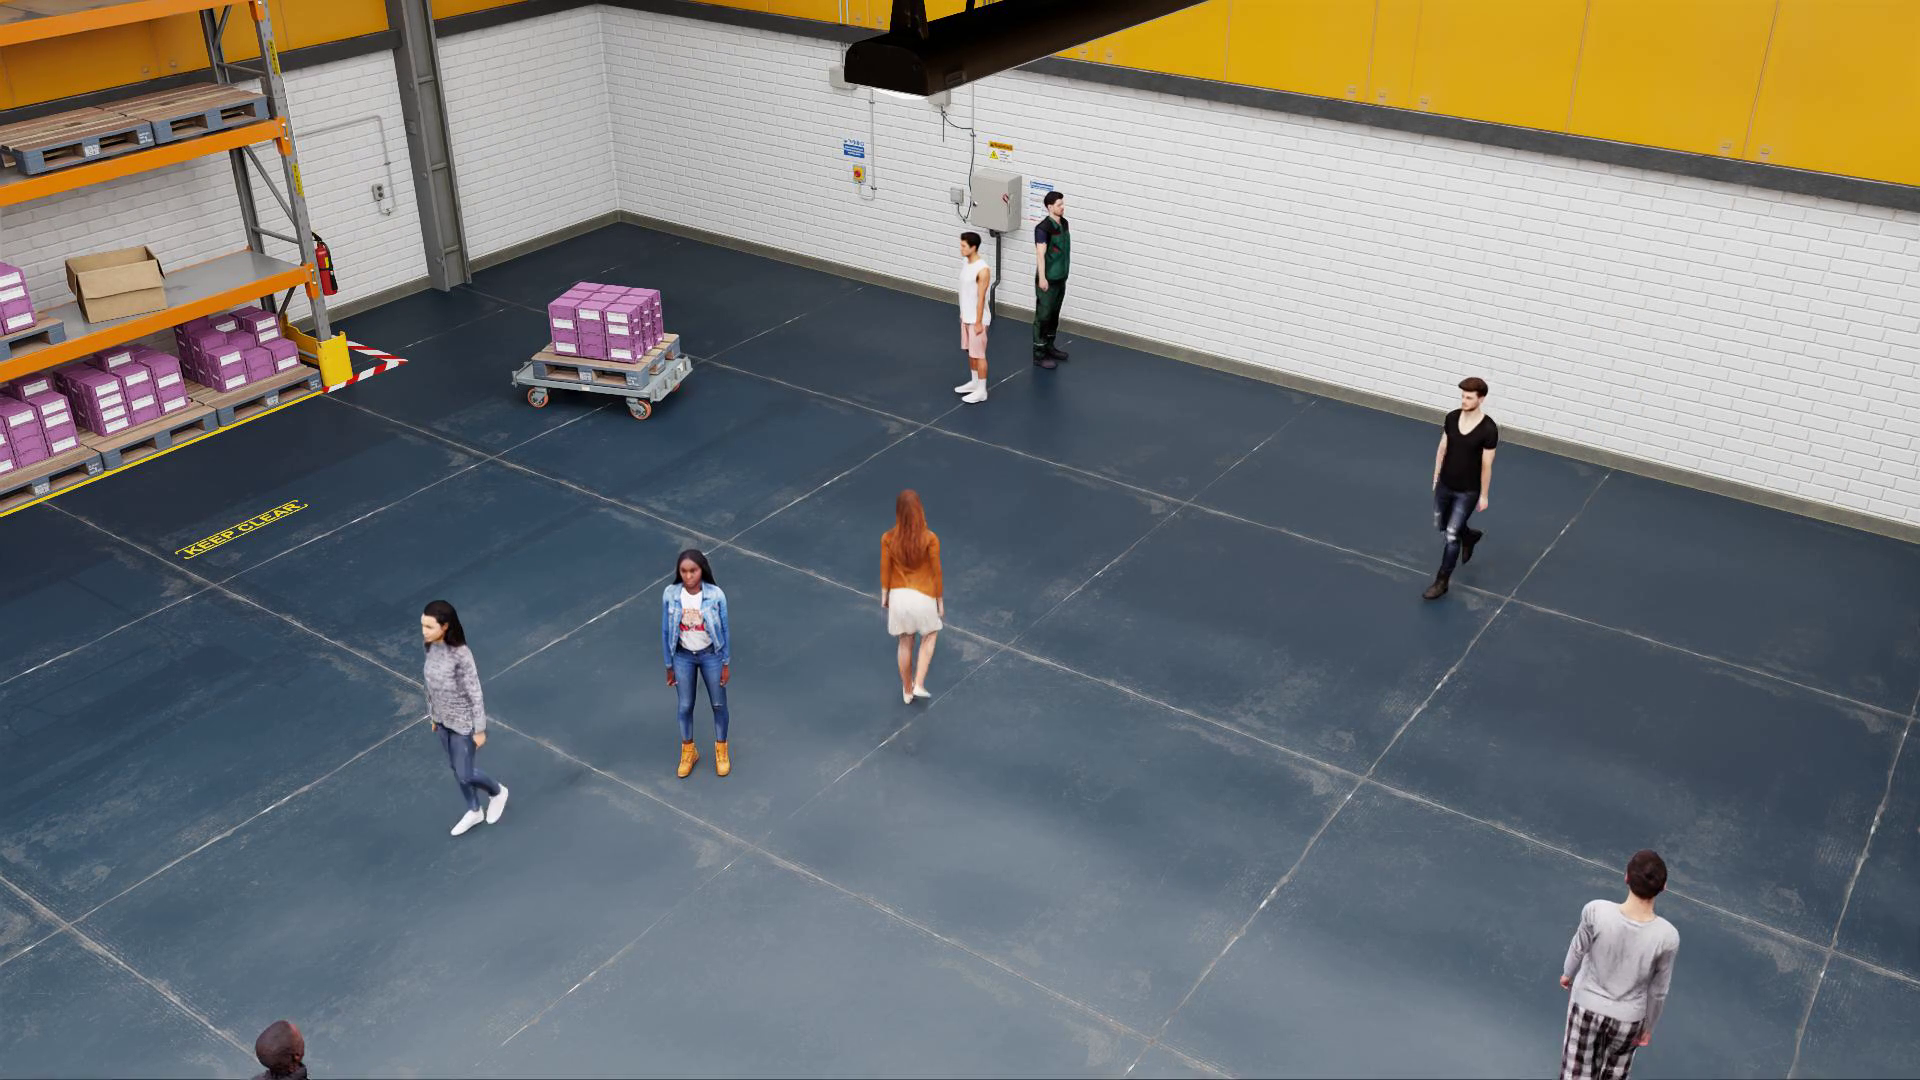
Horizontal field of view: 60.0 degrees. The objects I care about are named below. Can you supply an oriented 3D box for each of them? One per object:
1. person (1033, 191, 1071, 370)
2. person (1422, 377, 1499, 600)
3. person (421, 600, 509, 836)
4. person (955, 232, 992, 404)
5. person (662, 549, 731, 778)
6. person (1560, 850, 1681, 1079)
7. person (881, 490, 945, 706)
[{"bbox_3d":[0.964,-2.807,17.771,0.753,1.900,0.541,15,32,25],"label":"person"},{"bbox_3d":[4.108,-0.456,13.486,1.137,1.877,0.861,-22,35,-34],"label":"person"},{"bbox_3d":[-3.179,1.117,10.759,0.628,1.726,0.620,19,34,30],"label":"person"},{"bbox_3d":[0.165,-2.287,16.941,0.757,1.783,0.734,-11,30,-19],"label":"person"},{"bbox_3d":[-1.777,0.826,11.307,0.674,1.713,0.703,-1,29,-2],"label":"person"},{"bbox_3d":[3.237,2.391,8.316,0.726,1.830,0.861,11,31,20],"label":"person"},{"bbox_3d":[-0.348,0.474,11.958,0.753,1.708,0.798,5,29,9],"label":"person"}]
